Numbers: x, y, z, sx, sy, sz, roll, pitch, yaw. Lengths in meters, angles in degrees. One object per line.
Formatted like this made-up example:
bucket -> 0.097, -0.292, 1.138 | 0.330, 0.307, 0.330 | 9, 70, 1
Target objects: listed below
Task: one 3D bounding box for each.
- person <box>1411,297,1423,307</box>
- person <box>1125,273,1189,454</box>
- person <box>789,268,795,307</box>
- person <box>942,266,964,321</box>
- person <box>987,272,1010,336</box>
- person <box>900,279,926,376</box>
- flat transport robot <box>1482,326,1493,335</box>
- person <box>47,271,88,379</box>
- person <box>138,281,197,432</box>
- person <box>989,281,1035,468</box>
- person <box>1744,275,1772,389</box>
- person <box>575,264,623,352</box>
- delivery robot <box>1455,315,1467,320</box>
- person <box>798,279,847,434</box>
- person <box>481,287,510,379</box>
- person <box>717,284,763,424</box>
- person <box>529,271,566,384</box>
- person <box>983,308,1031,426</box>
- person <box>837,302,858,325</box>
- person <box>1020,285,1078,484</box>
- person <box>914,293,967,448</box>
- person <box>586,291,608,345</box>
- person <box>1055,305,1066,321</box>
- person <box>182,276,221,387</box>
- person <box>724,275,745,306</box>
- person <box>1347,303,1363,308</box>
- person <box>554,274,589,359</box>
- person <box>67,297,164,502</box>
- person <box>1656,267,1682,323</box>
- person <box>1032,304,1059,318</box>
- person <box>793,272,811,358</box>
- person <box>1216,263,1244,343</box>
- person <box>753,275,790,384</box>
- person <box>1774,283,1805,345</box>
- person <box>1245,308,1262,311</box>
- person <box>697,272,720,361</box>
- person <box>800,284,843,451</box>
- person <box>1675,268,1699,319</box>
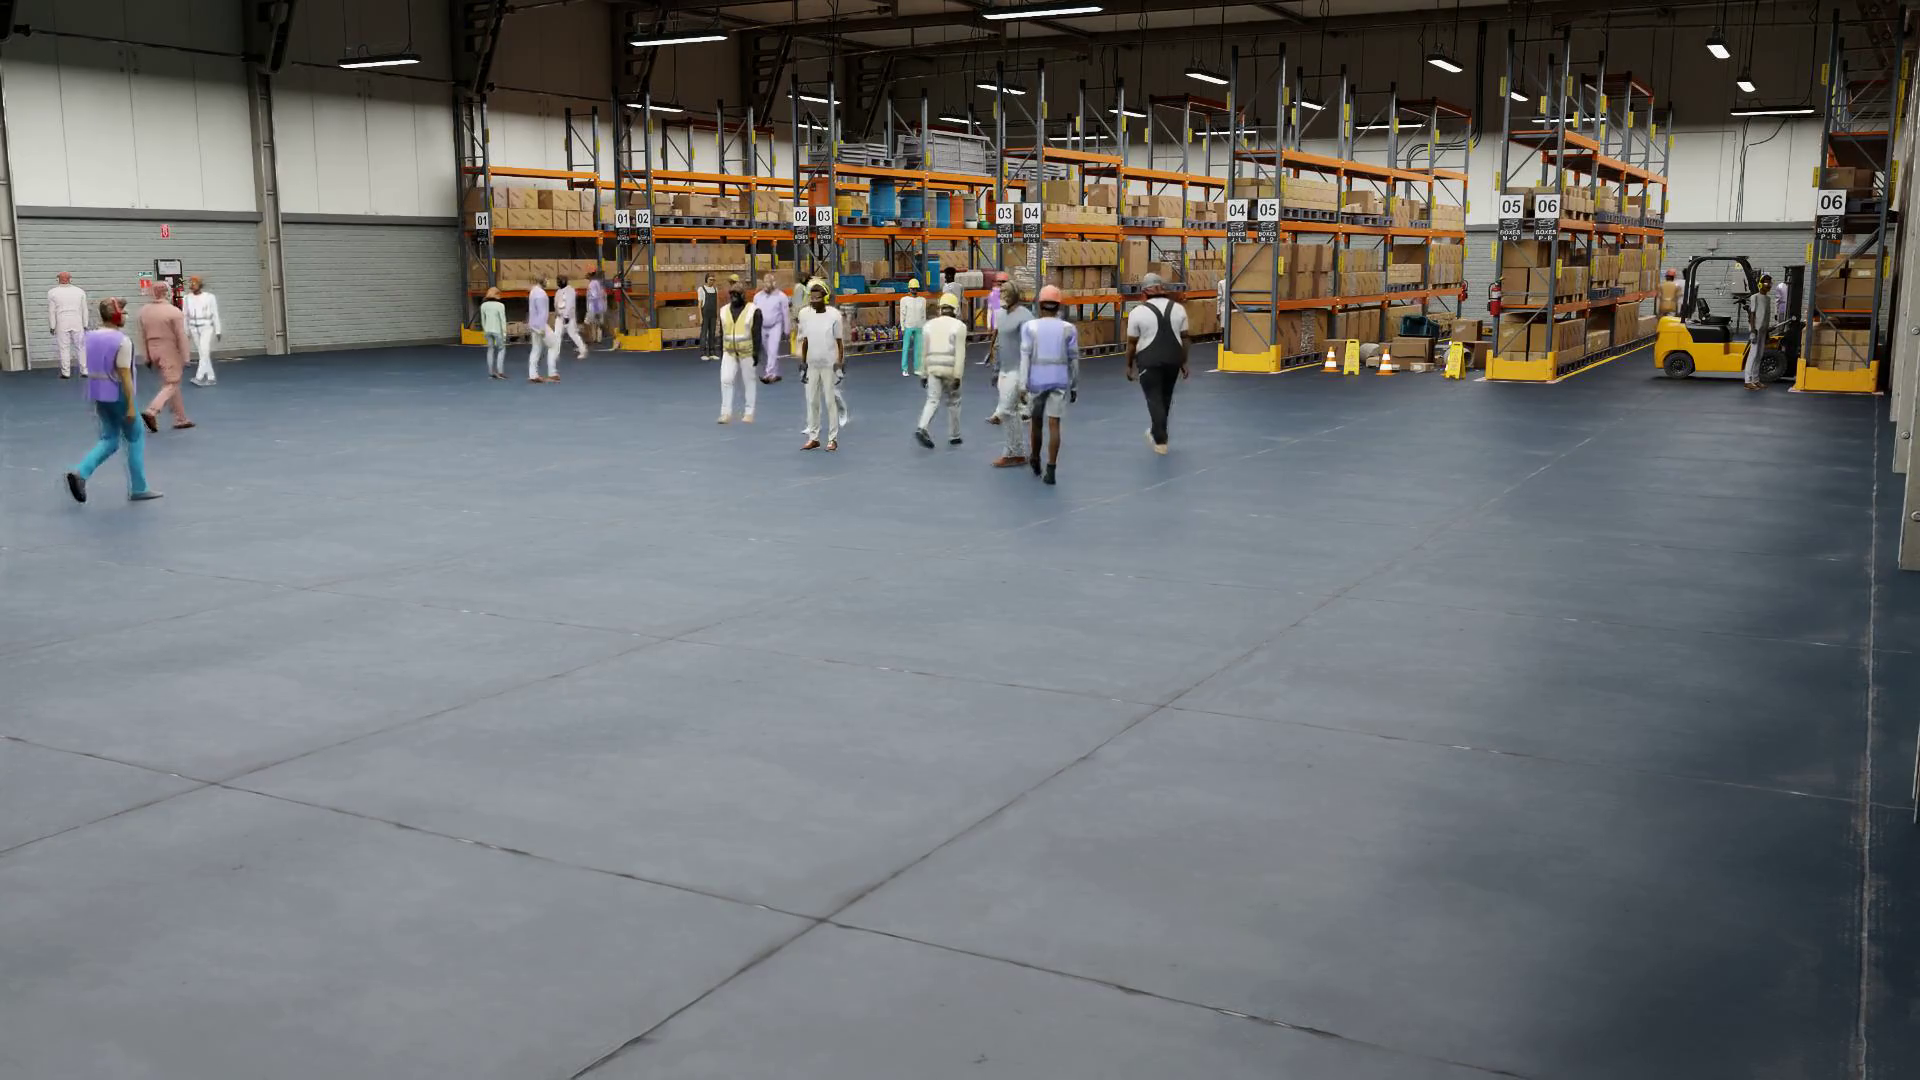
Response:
person -> 13.127, -6.857, 47.454 | 0.837, 1.880, 0.666 | 0, 10, -3
person -> 2.145, -2.009, 18.603 | 0.696, 2.000, 1.004 | -3, 10, -18
person -> -4.541, -6.713, 46.648 | 0.598, 1.864, 0.438 | 4, 11, 23
person -> -0.174, -4.621, 34.110 | 0.367, 1.967, 0.606 | 7, 12, 35
person -> 0.797, -3.965, 30.536 | 0.552, 1.885, 1.007 | 7, 12, 34
person -> -0.840, -3.852, 30.196 | 0.524, 1.769, 0.326 | -5, 11, -26
flat transport robot -> 14.564, -5.771, 45.804 | 0.652, 0.197, 1.431 | 6, 11, 31
person -> -15.887, -3.829, 29.645 | 0.637, 1.911, 0.406 | -8, 12, -38
person -> -9.910, -2.286, 20.714 | 0.650, 1.877, 0.861 | 4, 10, 22
person -> 0.479, -1.699, 17.129 | 0.521, 1.923, 0.668 | -4, 11, -24
person -> 13.141, -3.410, 27.305 | 0.509, 1.872, 0.328 | -7, 12, -37
person -> -8.207, -5.243, 37.692 | 1.048, 2.004, 0.601 | 1, 10, 5
delivery robot -> 13.634, -5.941, 45.692 | 0.707, 0.478, 0.477 | -1, 10, -9
person -> -1.703, -2.276, 20.584 | 0.590, 1.903, 0.750 | 5, 11, 25
person -> -8.290, -3.686, 29.614 | 0.514, 1.632, 0.277 | 3, 10, 19
person -> -2.885, -2.396, 21.540 | 0.630, 1.818, 0.762 | 2, 10, 14
person -> -7.060, -3.622, 28.419 | 0.762, 1.911, 0.659 | -5, 11, -28
person -> 0.624, -2.387, 21.478 | 0.994, 1.818, 0.513 | -9, 13, -42
person -> -2.749, -5.396, 39.720 | 0.514, 1.598, 0.848 | 5, 11, 28
person -> 0.862, -1.522, 16.191 | 0.574, 1.882, 0.986 | 0, 10, -1
person -> -0.238, -1.906, 18.832 | 0.598, 1.778, 0.880 | 5, 11, 26
person -> -8.941, -5.606, 40.993 | 0.505, 1.588, 0.863 | -1, 10, -9
person -> 2.366, -5.550, 40.518 | 0.500, 1.636, 0.280 | 8, 12, 38
person -> -12.708, -3.463, 27.694 | 0.601, 1.838, 0.939 | 2, 10, 9
person -> -5.255, -5.368, 39.186 | 0.542, 1.731, 0.875 | 8, 13, 39
person -> 10.680, -6.366, 44.974 | 0.493, 1.745, 0.290 | 7, 12, 35
person -> -8.302, -4.719, 35.166 | 0.624, 1.809, 0.887 | 9, 13, 41
person -> -7.475, -1.220, 14.619 | 0.579, 1.820, 0.744 | 5, 11, 28
person -> 16.404, -5.354, 38.550 | 0.552, 1.919, 0.654 | 5, 11, 27
person -> 1.932, -5.191, 37.570 | 0.632, 1.932, 0.374 | 0, 10, -1
person -> -3.185, -4.761, 35.337 | 0.713, 1.822, 0.660 | 1, 10, 5
person -> 5.708, -4.830, 35.149 | 0.606, 2.035, 0.403 | 5, 11, 29
person -> -3.260, -3.614, 28.555 | 0.648, 1.857, 1.008 | 4, 11, 23
person -> 18.408, -5.076, 36.938 | 0.582, 1.917, 0.405 | 5, 11, 25
person -> 7.386, -5.826, 41.986 | 0.540, 1.684, 0.491 | 6, 11, 32
person -> -5.244, -4.669, 34.756 | 0.343, 1.843, 0.506 | 9, 13, 43
person -> -1.554, -1.924, 18.617 | 0.539, 1.866, 0.313 | 4, 11, 23
person -> 18.524, -6.009, 42.491 | 0.600, 1.881, 0.805 | 3, 10, 19
